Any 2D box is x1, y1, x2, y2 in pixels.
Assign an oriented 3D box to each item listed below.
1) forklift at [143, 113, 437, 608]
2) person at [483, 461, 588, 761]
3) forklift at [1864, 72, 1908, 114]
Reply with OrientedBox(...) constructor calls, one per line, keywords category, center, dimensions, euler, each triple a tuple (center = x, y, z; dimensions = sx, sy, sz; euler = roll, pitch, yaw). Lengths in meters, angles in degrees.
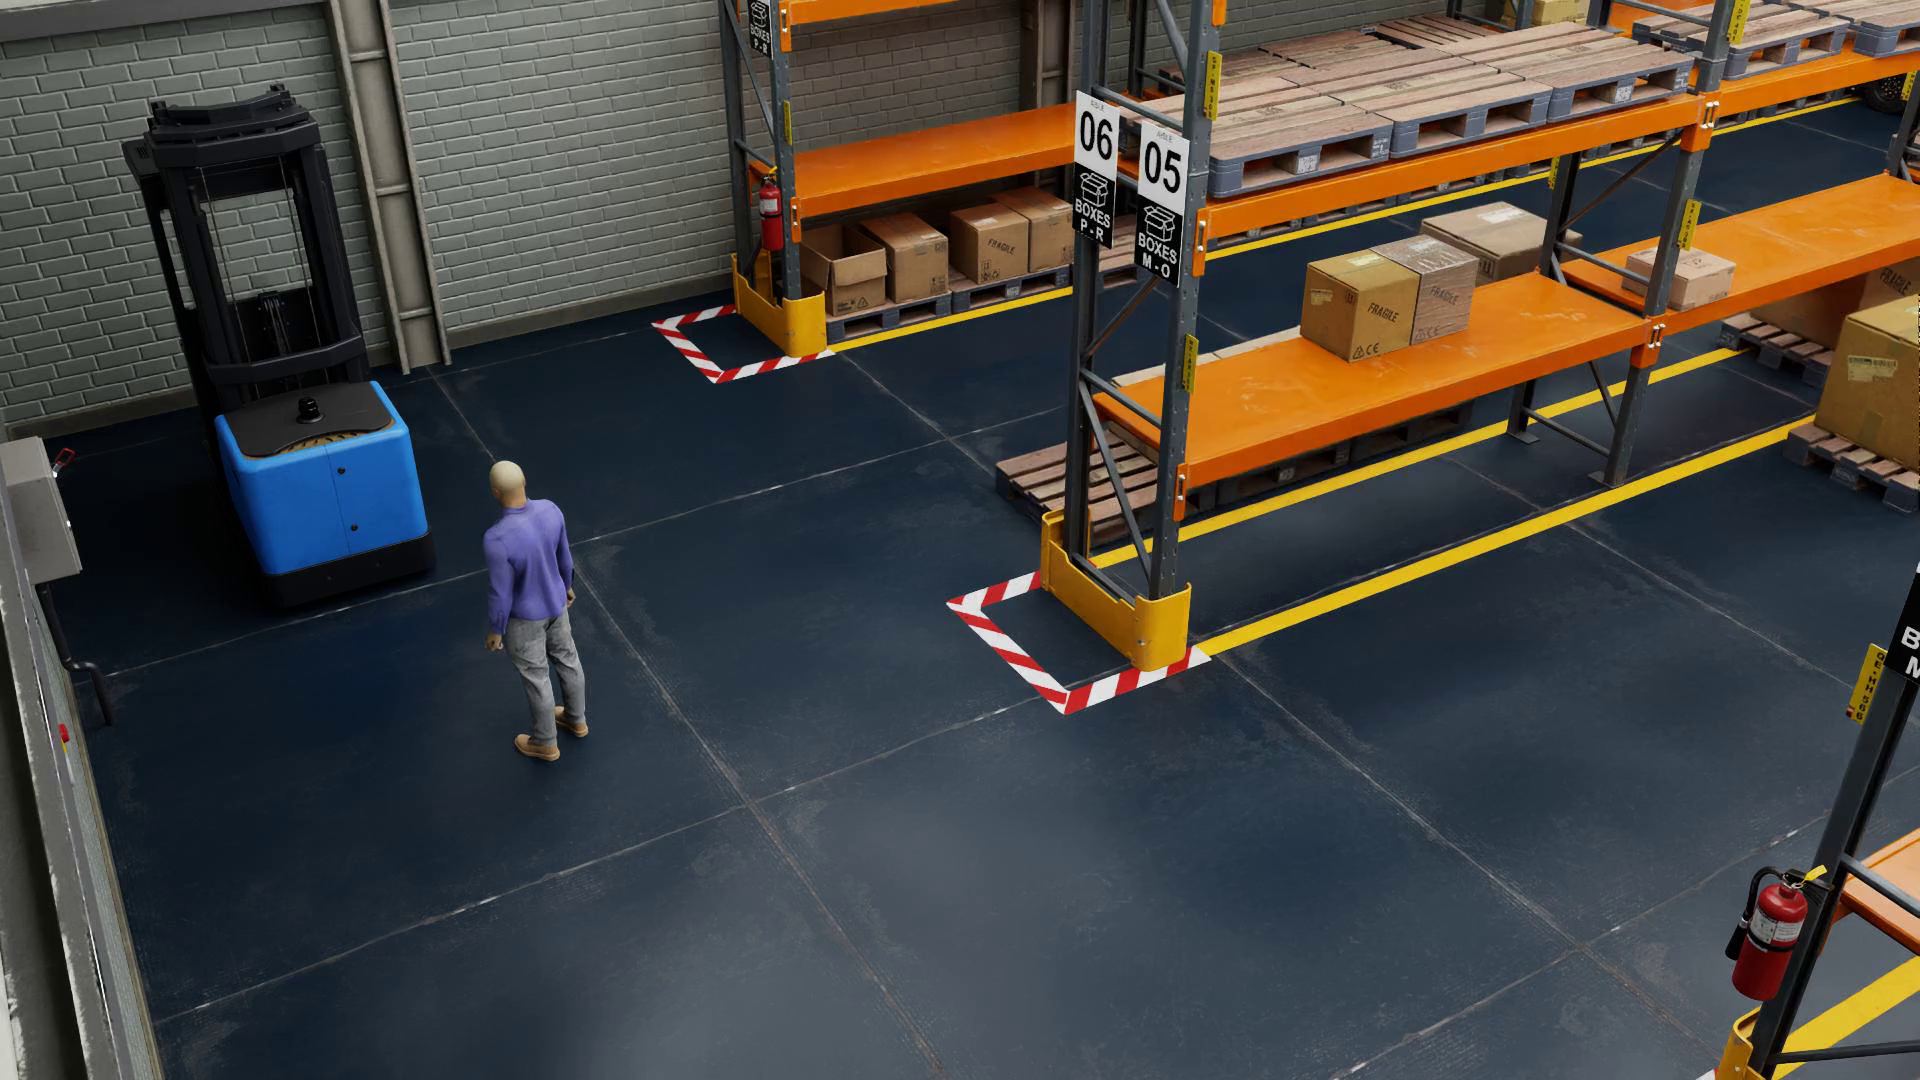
OrientedBox(category="forklift", center=(-4.289, -1.259, 10.509), dimensions=(1.129, 2.768, 1.873), euler=(-17, 36, -26))
OrientedBox(category="person", center=(-2.263, 0.385, 8.868), dimensions=(0.394, 1.796, 0.594), euler=(19, 37, 28))
OrientedBox(category="forklift", center=(11.468, -5.645, 18.244), dimensions=(1.214, 2.155, 2.313), euler=(-17, 36, -26))
